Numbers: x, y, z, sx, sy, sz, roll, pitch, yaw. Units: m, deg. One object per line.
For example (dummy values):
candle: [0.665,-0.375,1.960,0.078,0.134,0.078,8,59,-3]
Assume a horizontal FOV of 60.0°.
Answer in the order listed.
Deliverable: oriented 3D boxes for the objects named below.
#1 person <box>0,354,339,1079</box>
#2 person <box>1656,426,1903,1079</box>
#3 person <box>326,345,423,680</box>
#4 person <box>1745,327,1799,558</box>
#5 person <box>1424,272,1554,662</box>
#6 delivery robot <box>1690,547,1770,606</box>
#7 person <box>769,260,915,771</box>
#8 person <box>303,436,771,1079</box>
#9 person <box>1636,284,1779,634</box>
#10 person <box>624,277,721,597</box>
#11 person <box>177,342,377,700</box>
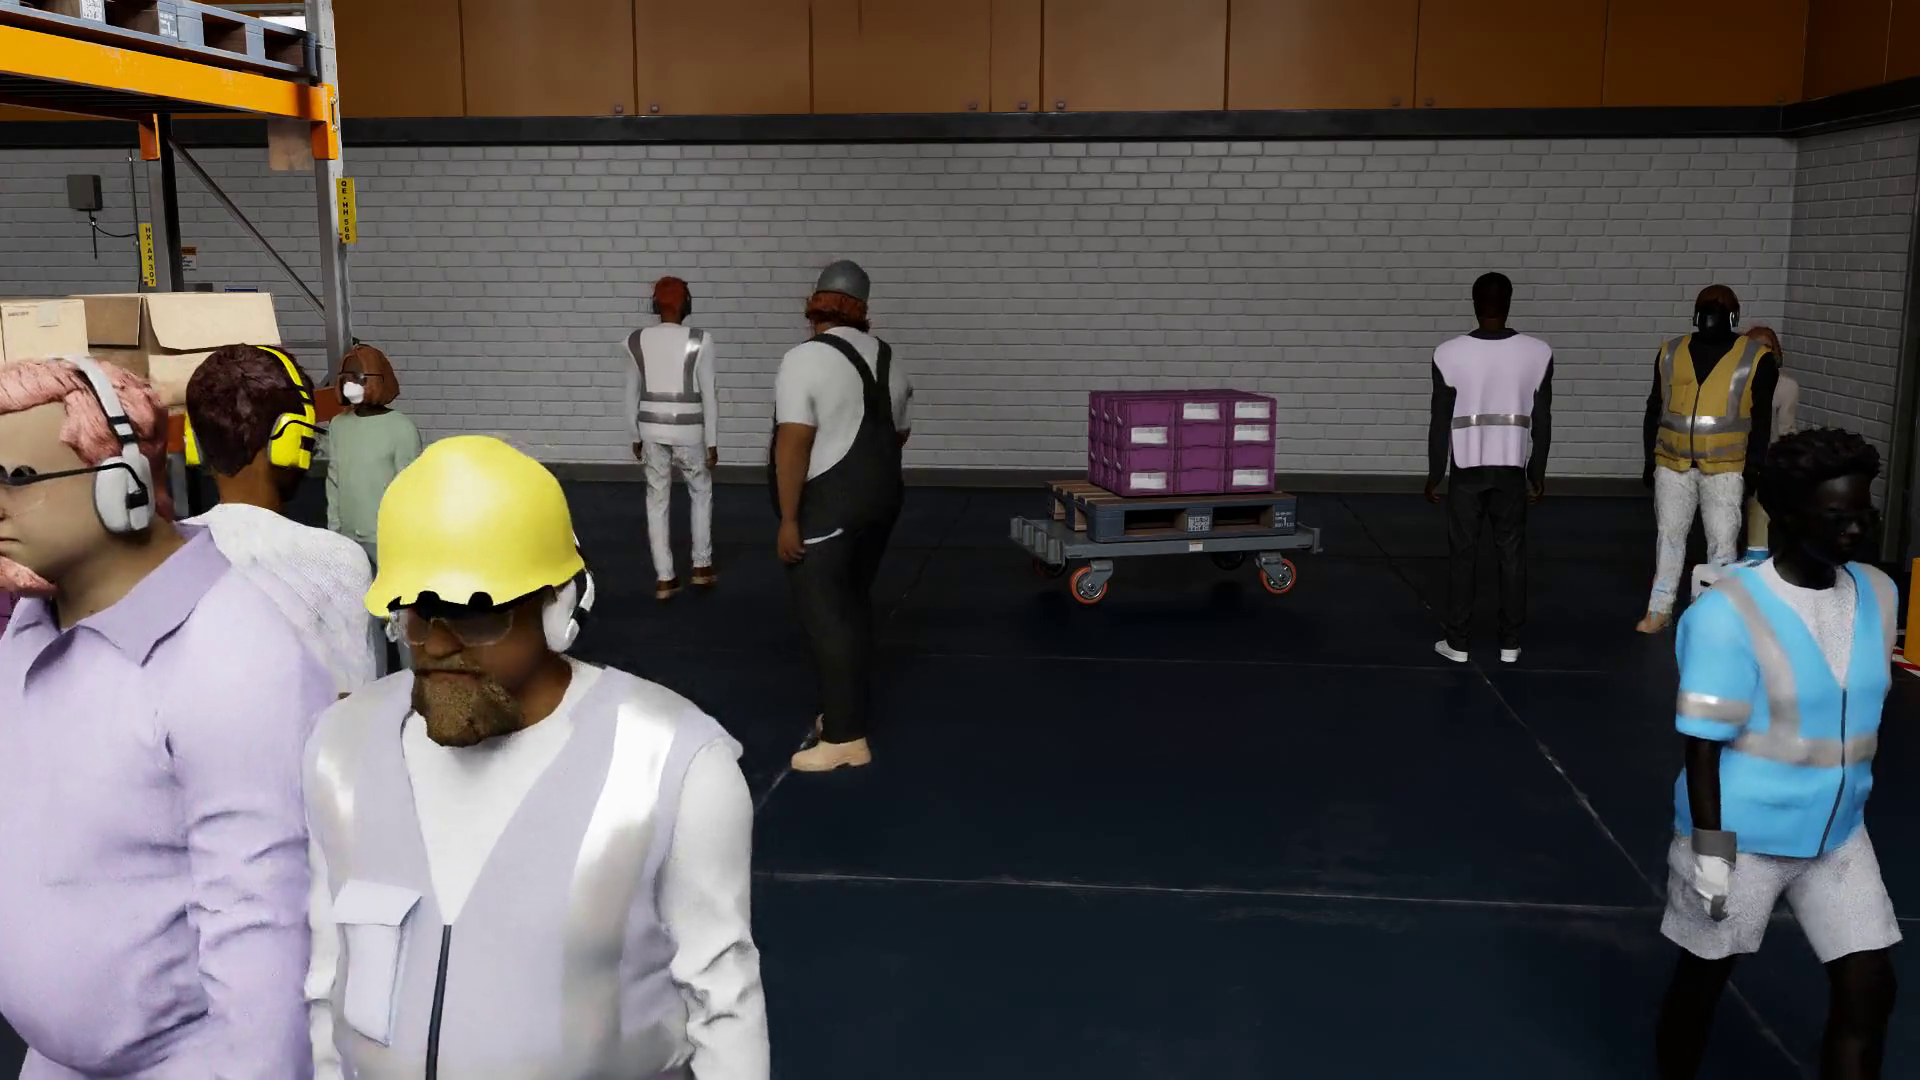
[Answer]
person: [-1.070,0.700,2.241,0.662,1.893,0.428,6,12,32]
person: [1.713,0.614,3.340,0.560,1.666,0.726,-3,10,-17]
person: [-2.419,0.016,6.879,0.502,1.636,0.280,5,11,26]
person: [4.536,-0.436,9.608,0.502,1.587,0.870,4,11,21]
person: [2.582,-0.344,8.149,0.587,1.913,0.391,1,10,5]
delivery robot: [3.920,0.277,8.207,0.477,0.478,0.707,-1,10,-4]
person: [-0.486,-0.152,6.682,0.643,2.000,0.771,7,12,36]
person: [-0.538,0.756,2.132,0.605,1.815,0.545,2,10,13]
person: [3.857,-0.396,8.646,0.627,1.847,0.429,8,13,38]
person: [-1.677,-0.623,9.884,0.600,1.855,0.771,1,10,8]
person: [-1.217,0.583,2.993,0.518,1.862,0.326,2,10,10]
